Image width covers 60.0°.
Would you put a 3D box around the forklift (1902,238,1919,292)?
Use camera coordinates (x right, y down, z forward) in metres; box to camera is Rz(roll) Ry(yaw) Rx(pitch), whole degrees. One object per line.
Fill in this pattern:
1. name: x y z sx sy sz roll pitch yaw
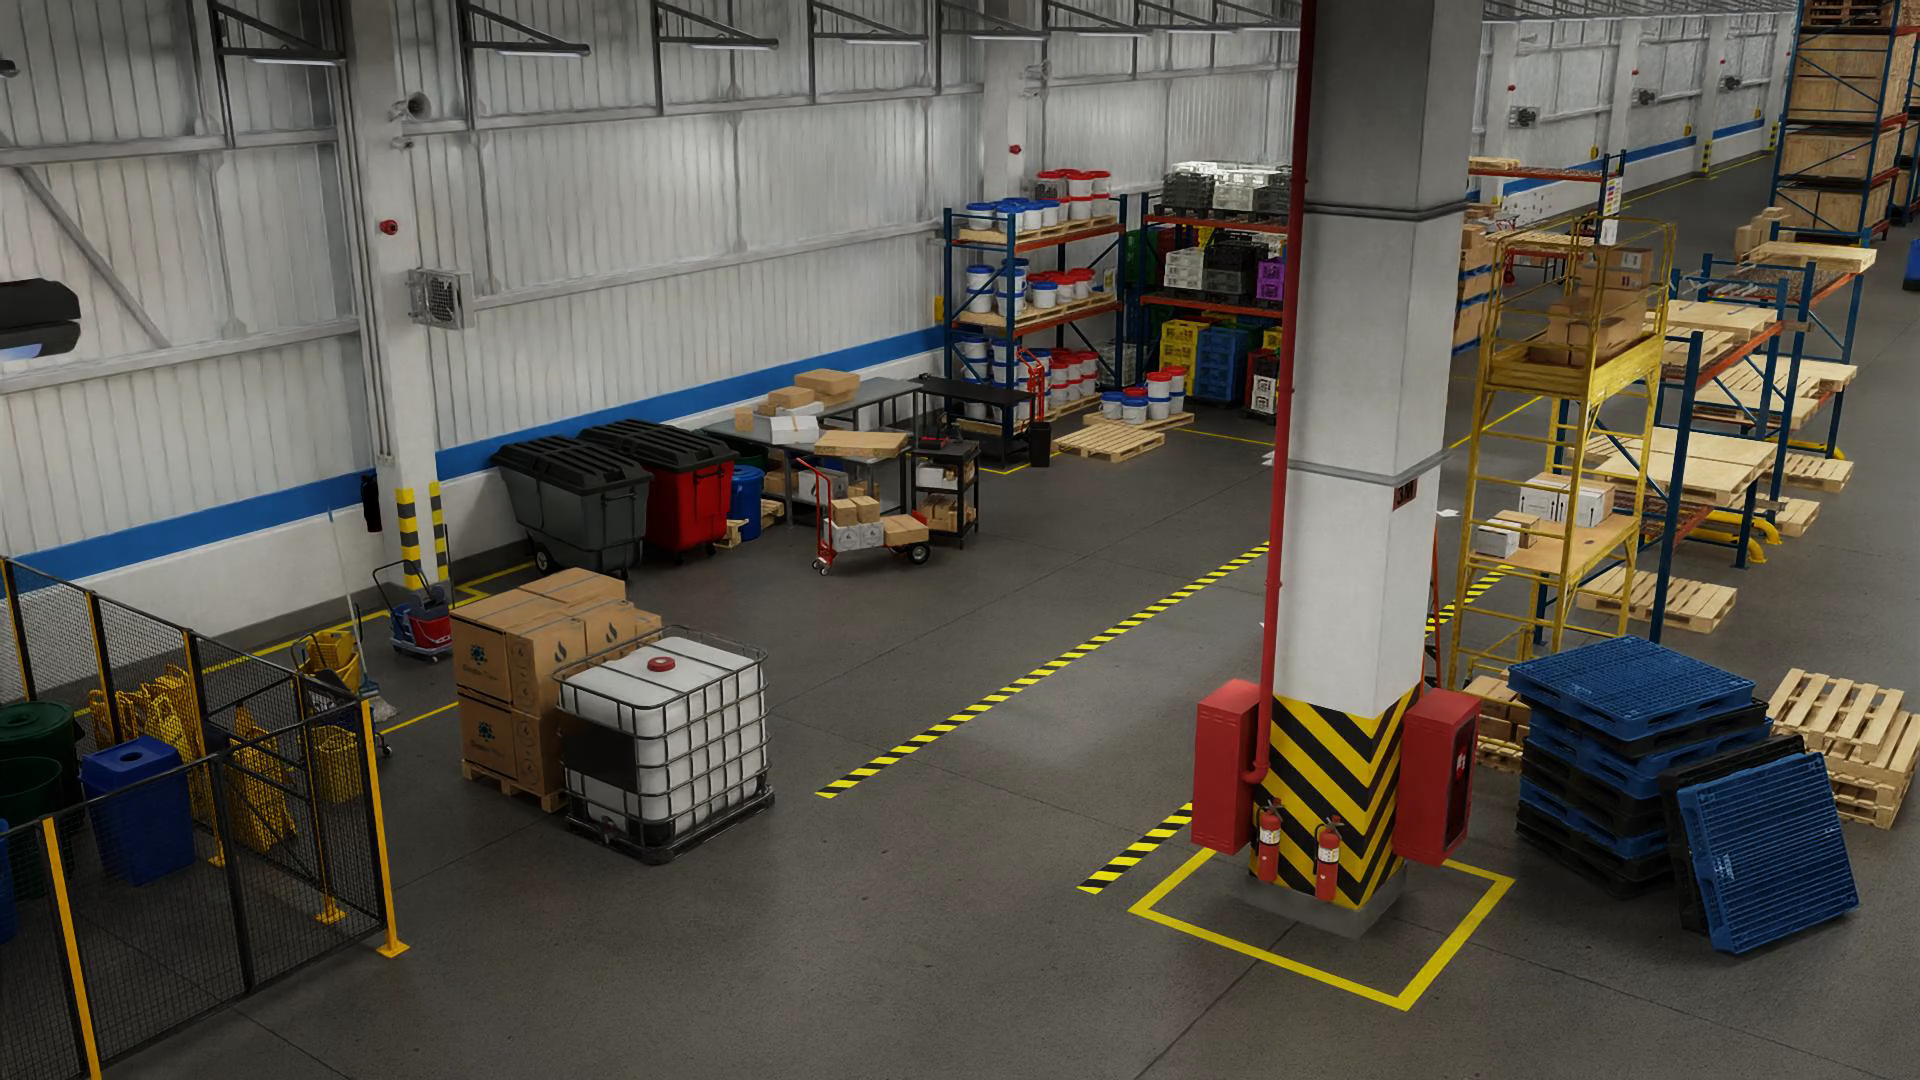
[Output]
1. forklift: 19.874 -6.323 32.971 1.873 2.768 1.129 -12 22 -33
